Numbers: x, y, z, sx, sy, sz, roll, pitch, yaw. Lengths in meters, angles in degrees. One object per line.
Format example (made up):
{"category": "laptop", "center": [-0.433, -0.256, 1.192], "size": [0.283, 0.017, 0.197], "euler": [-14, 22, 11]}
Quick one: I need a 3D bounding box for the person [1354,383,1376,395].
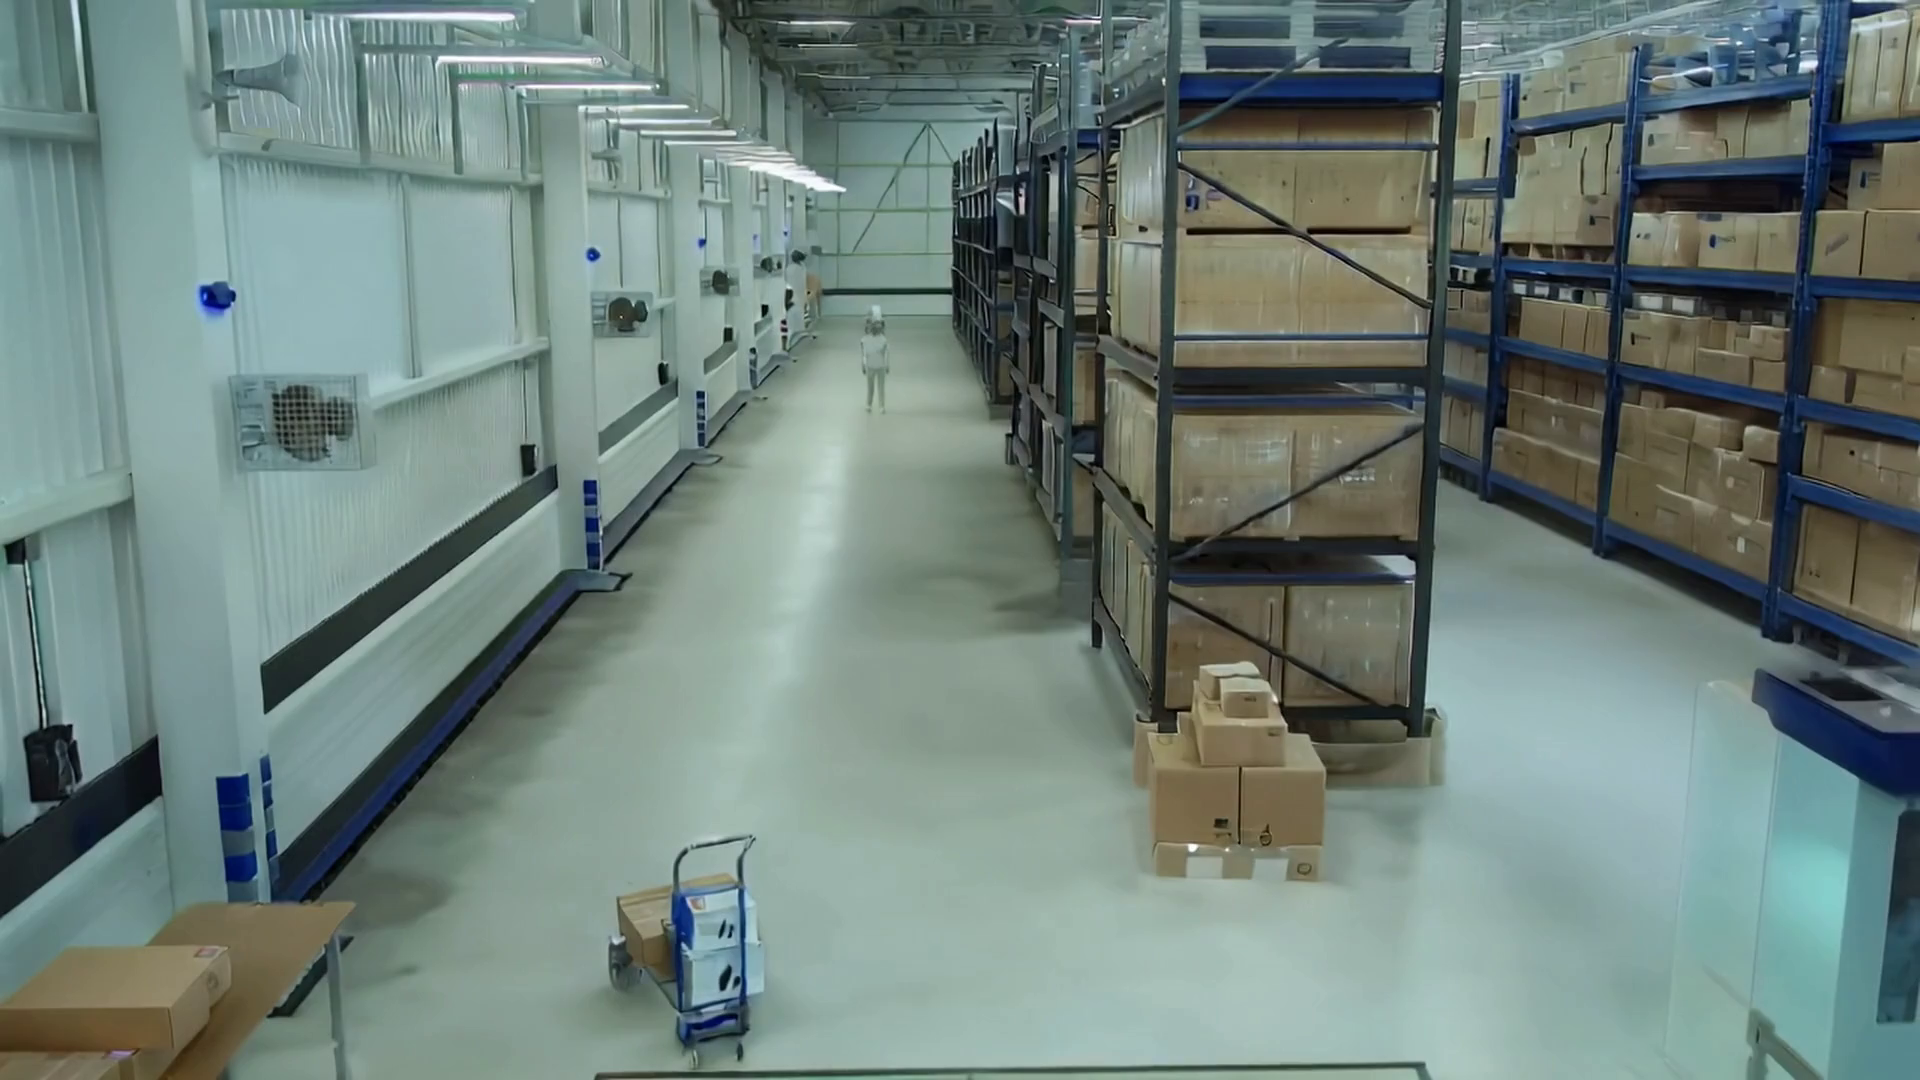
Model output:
{"category": "person", "center": [7.820, -2.921, 31.664], "size": [0.871, 1.871, 0.663], "euler": [2, 11, 10]}

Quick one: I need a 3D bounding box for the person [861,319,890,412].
{"category": "person", "center": [-1.802, -3.730, 35.598], "size": [0.621, 1.986, 0.409], "euler": [0, 11, 2]}

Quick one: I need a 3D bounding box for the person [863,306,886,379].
{"category": "person", "center": [-2.190, -5.067, 42.765], "size": [0.598, 1.906, 0.413], "euler": [-2, 11, -12]}

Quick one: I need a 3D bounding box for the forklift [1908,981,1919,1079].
{"category": "forklift", "center": [3.157, 1.766, 4.662], "size": [1.129, 2.768, 1.873], "euler": [0, 11, -2]}
